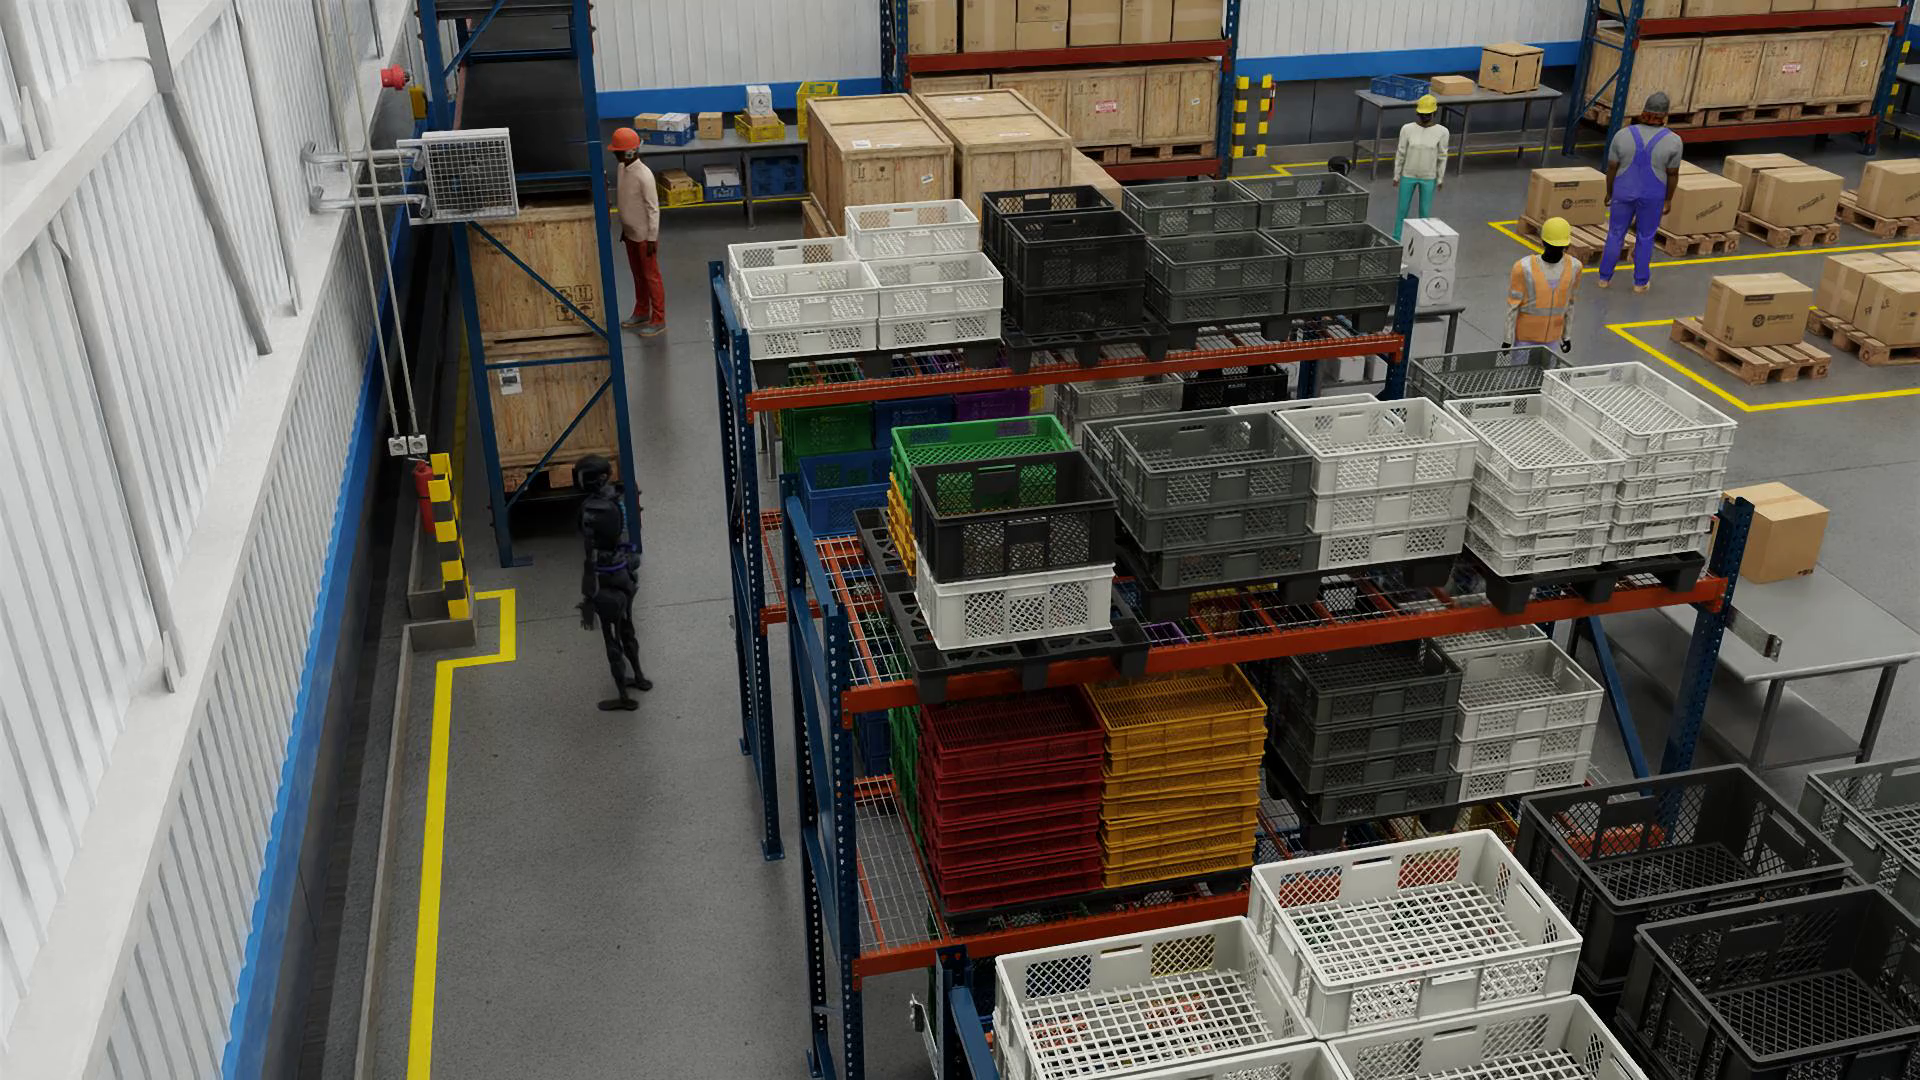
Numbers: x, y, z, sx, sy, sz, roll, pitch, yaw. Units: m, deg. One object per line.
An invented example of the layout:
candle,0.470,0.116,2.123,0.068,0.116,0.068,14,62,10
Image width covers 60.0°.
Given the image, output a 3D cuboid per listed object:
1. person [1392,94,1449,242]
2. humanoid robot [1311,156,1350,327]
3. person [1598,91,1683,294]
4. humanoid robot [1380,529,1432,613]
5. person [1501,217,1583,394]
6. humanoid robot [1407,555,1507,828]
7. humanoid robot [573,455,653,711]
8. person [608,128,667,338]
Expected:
person,4.908,-3.879,17.799,0.532,1.766,0.325,9,29,17
humanoid robot,3.522,-2.873,15.984,0.339,1.651,0.569,-1,28,-2
person,6.879,-3.520,16.826,0.687,2.000,0.540,14,31,25
humanoid robot,2.723,0.287,10.015,0.434,1.632,0.657,-2,28,-4
person,4.679,-1.673,13.442,0.594,1.925,0.368,-4,28,-7
humanoid robot,2.648,0.792,9.040,0.565,1.643,0.549,16,32,27
humanoid robot,-2.134,0.246,10.060,0.342,1.651,0.570,4,28,7
person,-3.045,-2.905,15.712,0.388,1.991,0.610,-20,34,-32
